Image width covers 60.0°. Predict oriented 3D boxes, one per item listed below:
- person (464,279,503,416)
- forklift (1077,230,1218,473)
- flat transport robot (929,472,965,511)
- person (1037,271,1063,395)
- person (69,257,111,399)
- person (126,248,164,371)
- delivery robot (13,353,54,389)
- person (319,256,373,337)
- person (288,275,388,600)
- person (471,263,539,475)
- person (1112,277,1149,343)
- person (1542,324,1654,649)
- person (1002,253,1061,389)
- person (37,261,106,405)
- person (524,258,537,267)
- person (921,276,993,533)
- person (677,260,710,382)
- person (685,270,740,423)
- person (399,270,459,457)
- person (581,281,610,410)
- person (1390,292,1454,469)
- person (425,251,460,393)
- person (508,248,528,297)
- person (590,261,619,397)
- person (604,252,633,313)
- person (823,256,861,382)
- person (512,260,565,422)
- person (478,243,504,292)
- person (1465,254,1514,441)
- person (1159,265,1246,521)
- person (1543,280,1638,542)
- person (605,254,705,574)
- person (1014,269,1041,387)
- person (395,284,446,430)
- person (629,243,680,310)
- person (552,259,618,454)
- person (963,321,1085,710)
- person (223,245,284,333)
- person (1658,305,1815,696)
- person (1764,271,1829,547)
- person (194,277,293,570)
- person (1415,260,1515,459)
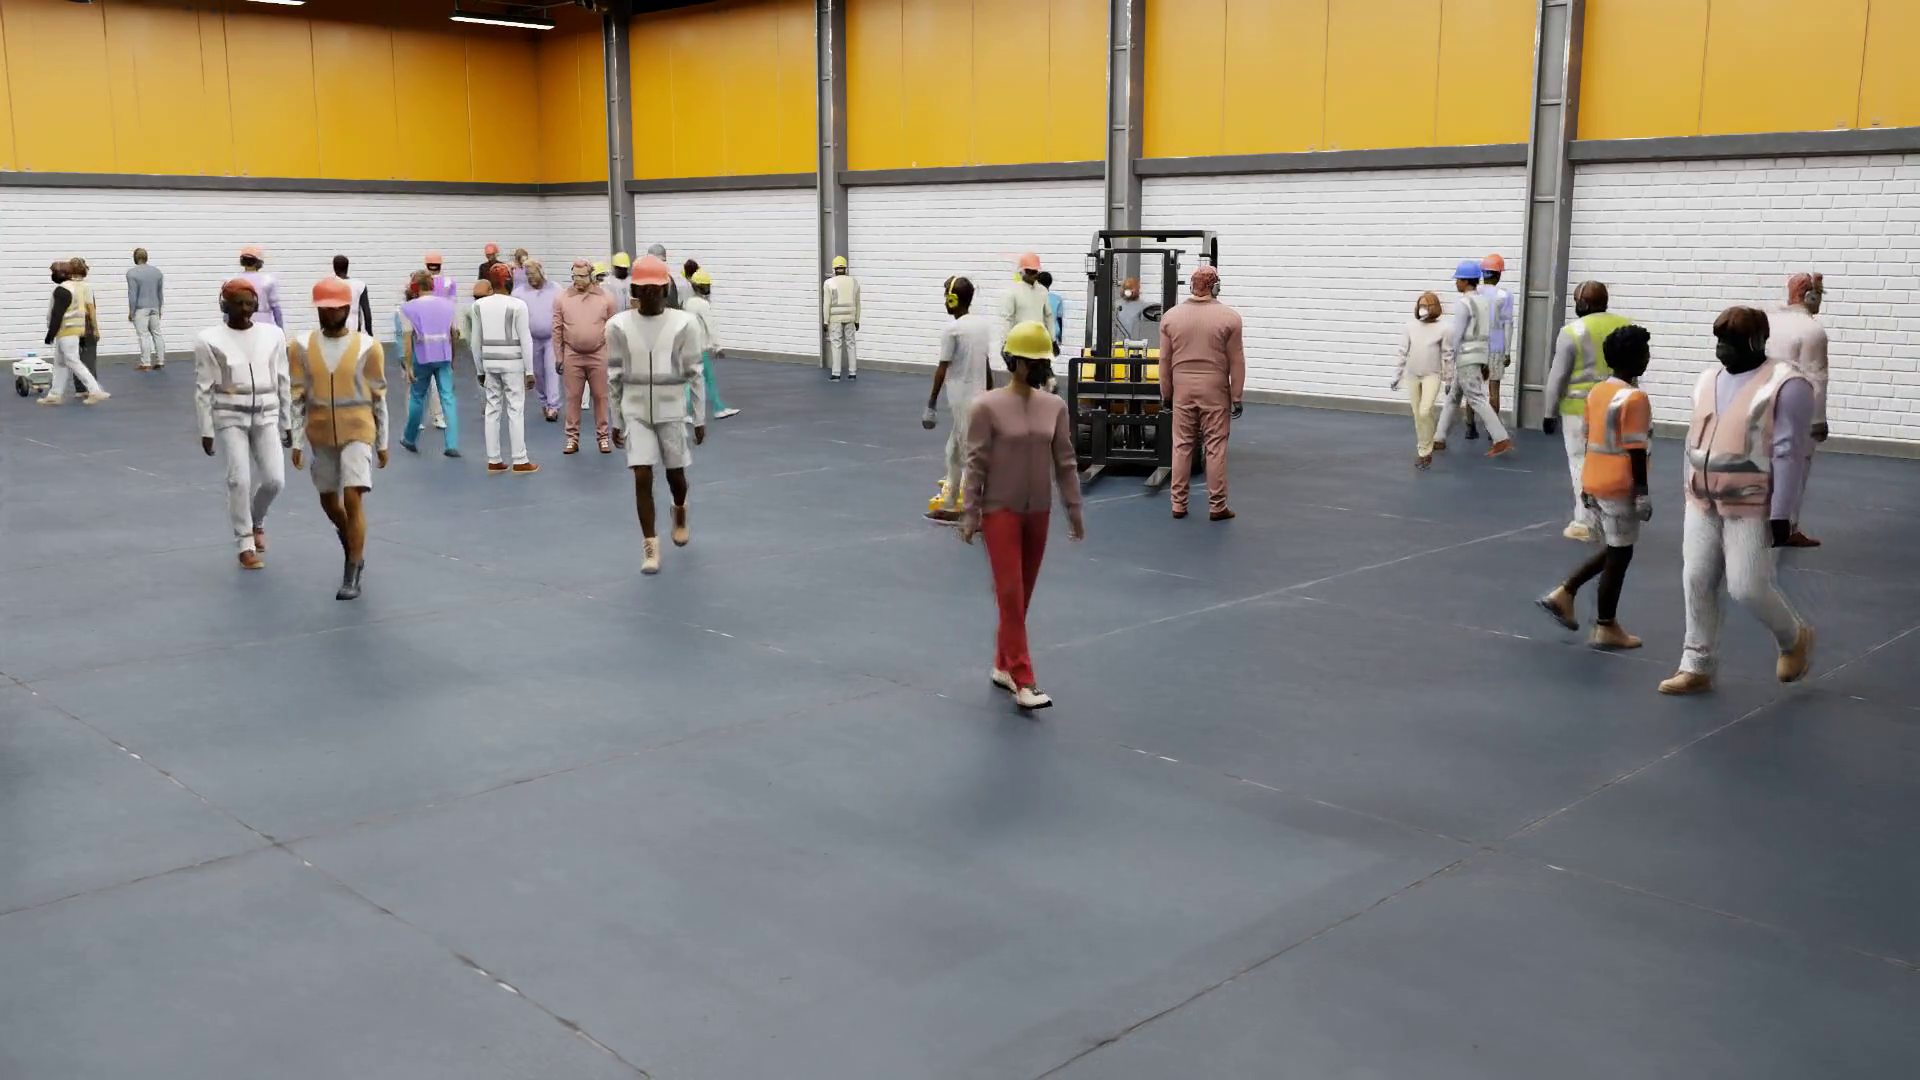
[{"bbox_3d":[-5.588,-2.263,19.625,0.512,1.620,0.335,2,11,8],"label":"person"},{"bbox_3d":[1.804,-1.825,15.677,1.214,2.155,2.313,2,11,13],"label":"forklift"},{"bbox_3d":[0.249,-0.426,13.299,0.652,0.197,1.431,3,11,14],"label":"flat transport robot"},{"bbox_3d":[1.162,-2.737,22.085,0.534,1.667,0.763,-6,12,-28],"label":"person"},{"bbox_3d":[-11.425,-2.755,21.701,0.509,1.846,0.342,5,12,26],"label":"person"},{"bbox_3d":[-12.812,-3.616,26.162,0.384,1.935,0.651,4,11,23],"label":"person"},{"bbox_3d":[-12.435,-2.270,22.322,0.477,0.478,0.707,-10,14,-43],"label":"delivery robot"},{"bbox_3d":[-7.776,-2.657,21.105,0.590,1.867,1.001,-2,11,-10],"label":"person"},{"bbox_3d":[-3.723,-0.645,10.039,0.548,1.911,0.877,-1,10,-7],"label":"person"},{"bbox_3d":[-4.072,-1.522,14.871,0.583,1.882,0.337,3,11,18],"label":"person"},{"bbox_3d":[2.093,-2.430,20.546,0.520,1.635,0.445,5,11,24],"label":"person"},{"bbox_3d":[3.347,-0.262,8.546,0.419,1.683,0.540,0,10,2],"label":"person"},{"bbox_3d":[0.752,-2.235,18.639,0.610,1.947,1.034,-10,14,-42],"label":"person"},{"bbox_3d":[-11.224,-2.593,20.904,0.833,1.813,0.628,-3,11,-16],"label":"person"},{"bbox_3d":[-7.379,-4.036,28.984,0.778,1.735,0.533,1,10,4],"label":"person"},{"bbox_3d":[-0.066,-0.967,12.002,0.848,1.835,0.507,7,12,32],"label":"person"},{"bbox_3d":[-3.534,-2.794,22.027,0.488,1.819,1.018,-2,11,-13],"label":"person"},{"bbox_3d":[-2.868,-2.194,18.966,0.864,1.731,0.533,-5,11,-25],"label":"person"},{"bbox_3d":[-5.178,-1.720,16.205,0.593,1.792,0.968,-8,13,-37],"label":"person"},{"bbox_3d":[-4.518,-2.406,20.358,0.514,1.642,0.310,-4,11,-21],"label":"person"},{"bbox_3d":[4.219,-1.456,15.252,0.576,1.616,0.507,-10,14,-42],"label":"person"},{"bbox_3d":[-6.995,-2.893,22.276,0.577,1.904,0.860,-3,11,-14],"label":"person"},{"bbox_3d":[-7.420,-4.003,28.349,0.925,1.897,0.660,3,11,18],"label":"person"},{"bbox_3d":[-4.640,-2.744,21.810,0.856,1.801,0.600,7,12,32],"label":"person"},{"bbox_3d":[-4.669,-2.997,22.851,0.625,1.902,0.589,-7,13,-35],"label":"person"},{"bbox_3d":[-1.740,-3.227,24.318,0.593,1.828,0.403,-5,12,-27],"label":"person"},{"bbox_3d":[-4.858,-2.312,19.304,0.657,1.851,1.018,-2,11,-11],"label":"person"},{"bbox_3d":[-8.621,-4.474,30.709,0.624,1.975,0.655,4,11,19],"label":"person"},{"bbox_3d":[5.507,-2.008,17.371,0.547,1.938,0.377,8,13,38],"label":"person"},{"bbox_3d":[1.824,-1.099,12.502,0.653,1.906,0.405,4,11,23],"label":"person"},{"bbox_3d":[4.409,-0.916,11.743,0.677,1.815,0.620,-3,11,-17],"label":"person"},{"bbox_3d":[-1.952,-0.830,10.735,0.615,2.023,0.780,-1,10,-5],"label":"person"},{"bbox_3d":[0.814,-2.618,21.329,0.522,1.697,0.477,-4,11,-23],"label":"person"},{"bbox_3d":[-5.847,-1.990,18.125,0.674,1.614,0.541,10,15,44],"label":"person"},{"bbox_3d":[-3.665,-2.600,20.324,0.536,2.000,0.688,8,13,37],"label":"person"},{"bbox_3d":[-3.654,-1.786,16.274,0.644,1.899,0.399,-2,11,-9],"label":"person"},{"bbox_3d":[0.337,-0.107,7.513,0.551,1.738,0.713,-7,12,-32],"label":"person"},{"bbox_3d":[-8.441,-2.506,19.878,0.704,2.016,0.471,-3,11,-15],"label":"person"},{"bbox_3d":[3.621,-0.171,7.677,0.636,1.821,0.638,-5,11,-24],"label":"person"},{"bbox_3d":[5.657,-0.884,11.374,0.494,1.892,0.653,0,10,-1],"label":"person"},{"bbox_3d":[-4.613,-0.754,10.729,0.594,1.866,0.490,-8,13,-39],"label":"person"},{"bbox_3d":[4.943,-1.737,16.023,1.017,1.903,0.621,8,13,36],"label":"person"}]
